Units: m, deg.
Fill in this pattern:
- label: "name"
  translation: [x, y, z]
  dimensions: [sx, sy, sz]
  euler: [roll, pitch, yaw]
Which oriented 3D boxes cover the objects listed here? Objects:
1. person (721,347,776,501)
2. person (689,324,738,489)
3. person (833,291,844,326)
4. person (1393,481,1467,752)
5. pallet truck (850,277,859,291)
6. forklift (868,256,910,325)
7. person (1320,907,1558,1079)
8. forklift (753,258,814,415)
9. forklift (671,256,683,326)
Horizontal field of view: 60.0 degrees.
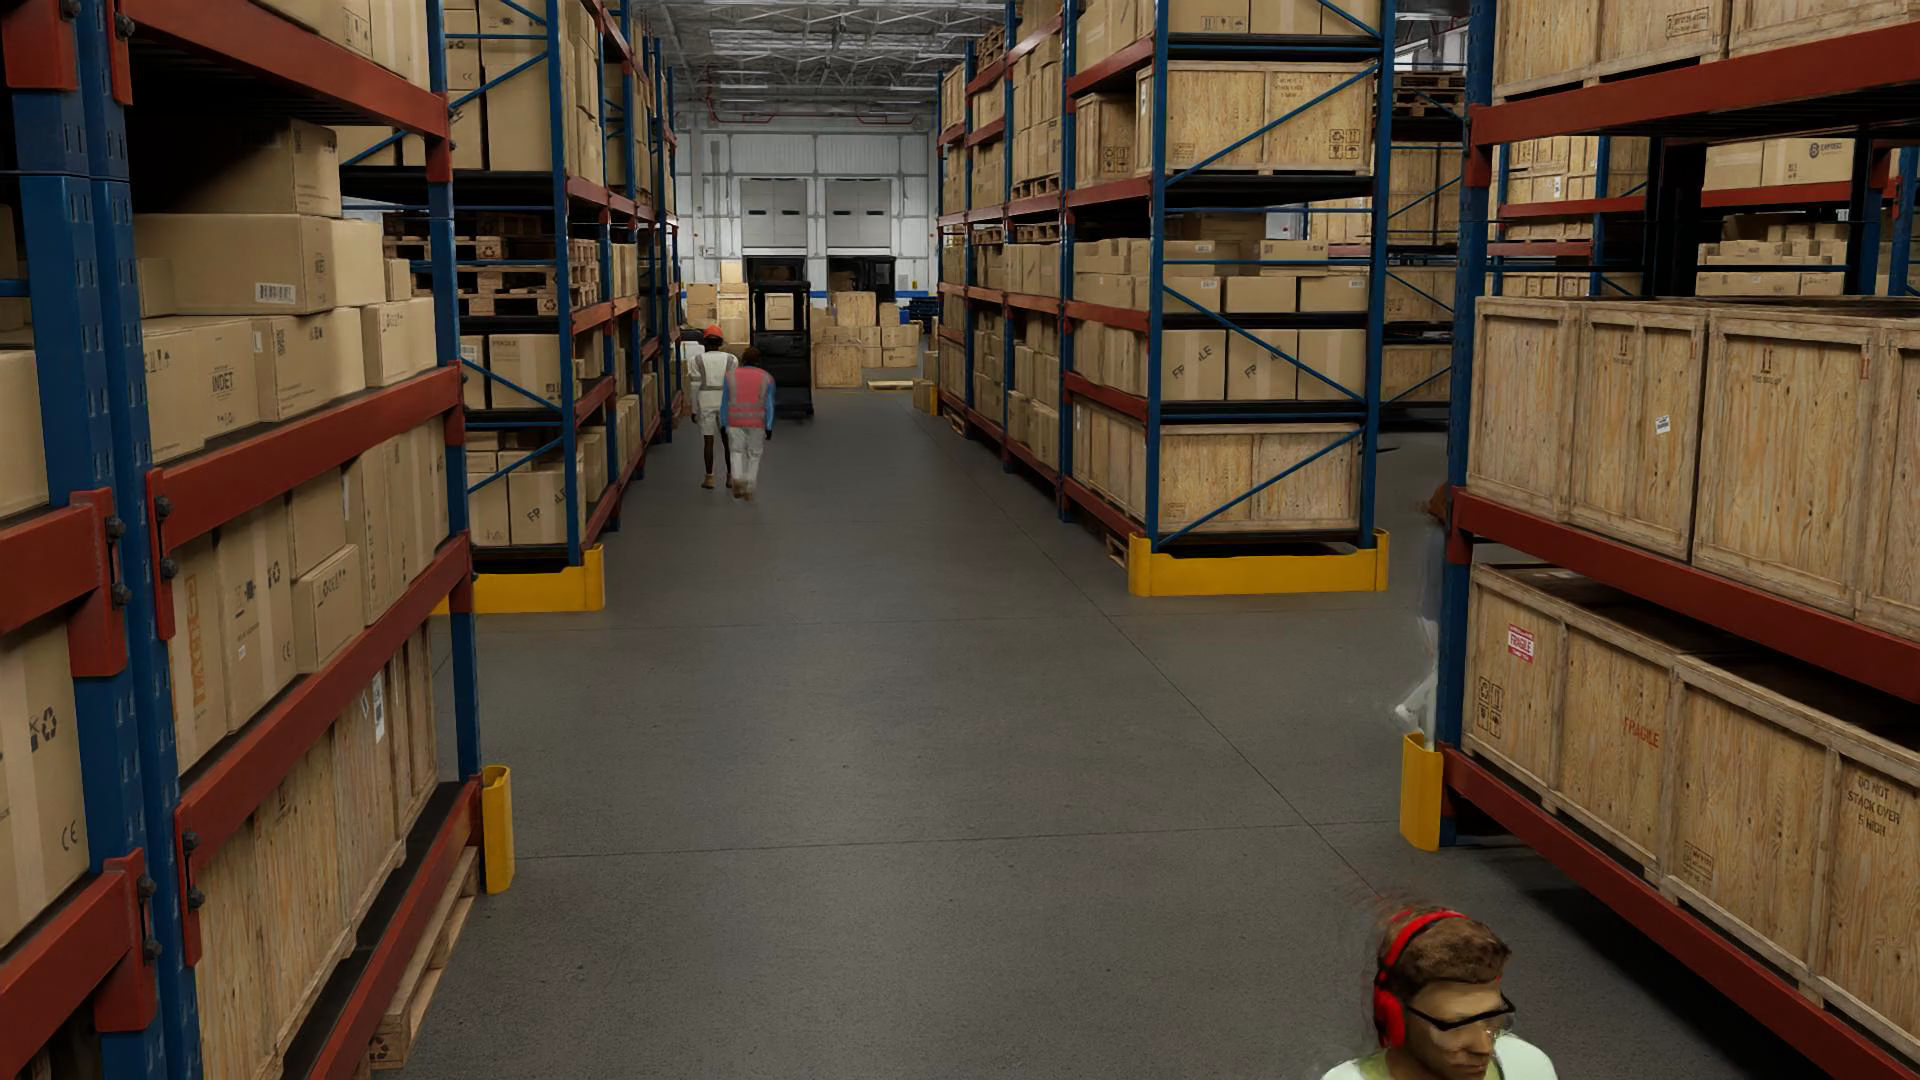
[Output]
- label: "person"
  translation: [-2.479, -1.347, 19.541]
  dimensions: [0.667, 1.813, 0.511]
  euler: [-1, 10, -5]
- label: "person"
  translation: [-3.044, -1.651, 20.614]
  dimensions: [0.609, 2.044, 0.397]
  euler: [-3, 10, -16]
- label: "person"
  translation: [-3.187, -5.856, 45.483]
  dimensions: [0.592, 1.915, 0.391]
  euler: [-5, 11, -25]
- label: "person"
  translation: [2.786, 0.451, 9.597]
  dimensions: [0.397, 1.617, 0.523]
  euler: [4, 11, 22]
- label: "pallet truck"
  translation: [-3.782, -9.391, 65.808]
  dimensions: [1.885, 1.965, 0.823]
  euler: [2, 10, 10]
- label: "forklift"
  translation: [-2.547, -7.926, 54.709]
  dimensions: [1.129, 2.768, 1.873]
  euler: [-6, 12, -33]
- label: "person"
  translation: [0.780, 1.494, 2.922]
  dimensions: [0.586, 1.826, 0.475]
  euler: [-5, 11, -26]
- label: "forklift"
  translation: [-3.277, -3.722, 30.233]
  dimensions: [1.129, 2.768, 1.873]
  euler: [-1, 10, -7]
- label: "forklift"
  translation: [-11.354, -9.571, 64.286]
  dimensions: [1.129, 2.768, 1.873]
  euler: [-1, 10, -7]
